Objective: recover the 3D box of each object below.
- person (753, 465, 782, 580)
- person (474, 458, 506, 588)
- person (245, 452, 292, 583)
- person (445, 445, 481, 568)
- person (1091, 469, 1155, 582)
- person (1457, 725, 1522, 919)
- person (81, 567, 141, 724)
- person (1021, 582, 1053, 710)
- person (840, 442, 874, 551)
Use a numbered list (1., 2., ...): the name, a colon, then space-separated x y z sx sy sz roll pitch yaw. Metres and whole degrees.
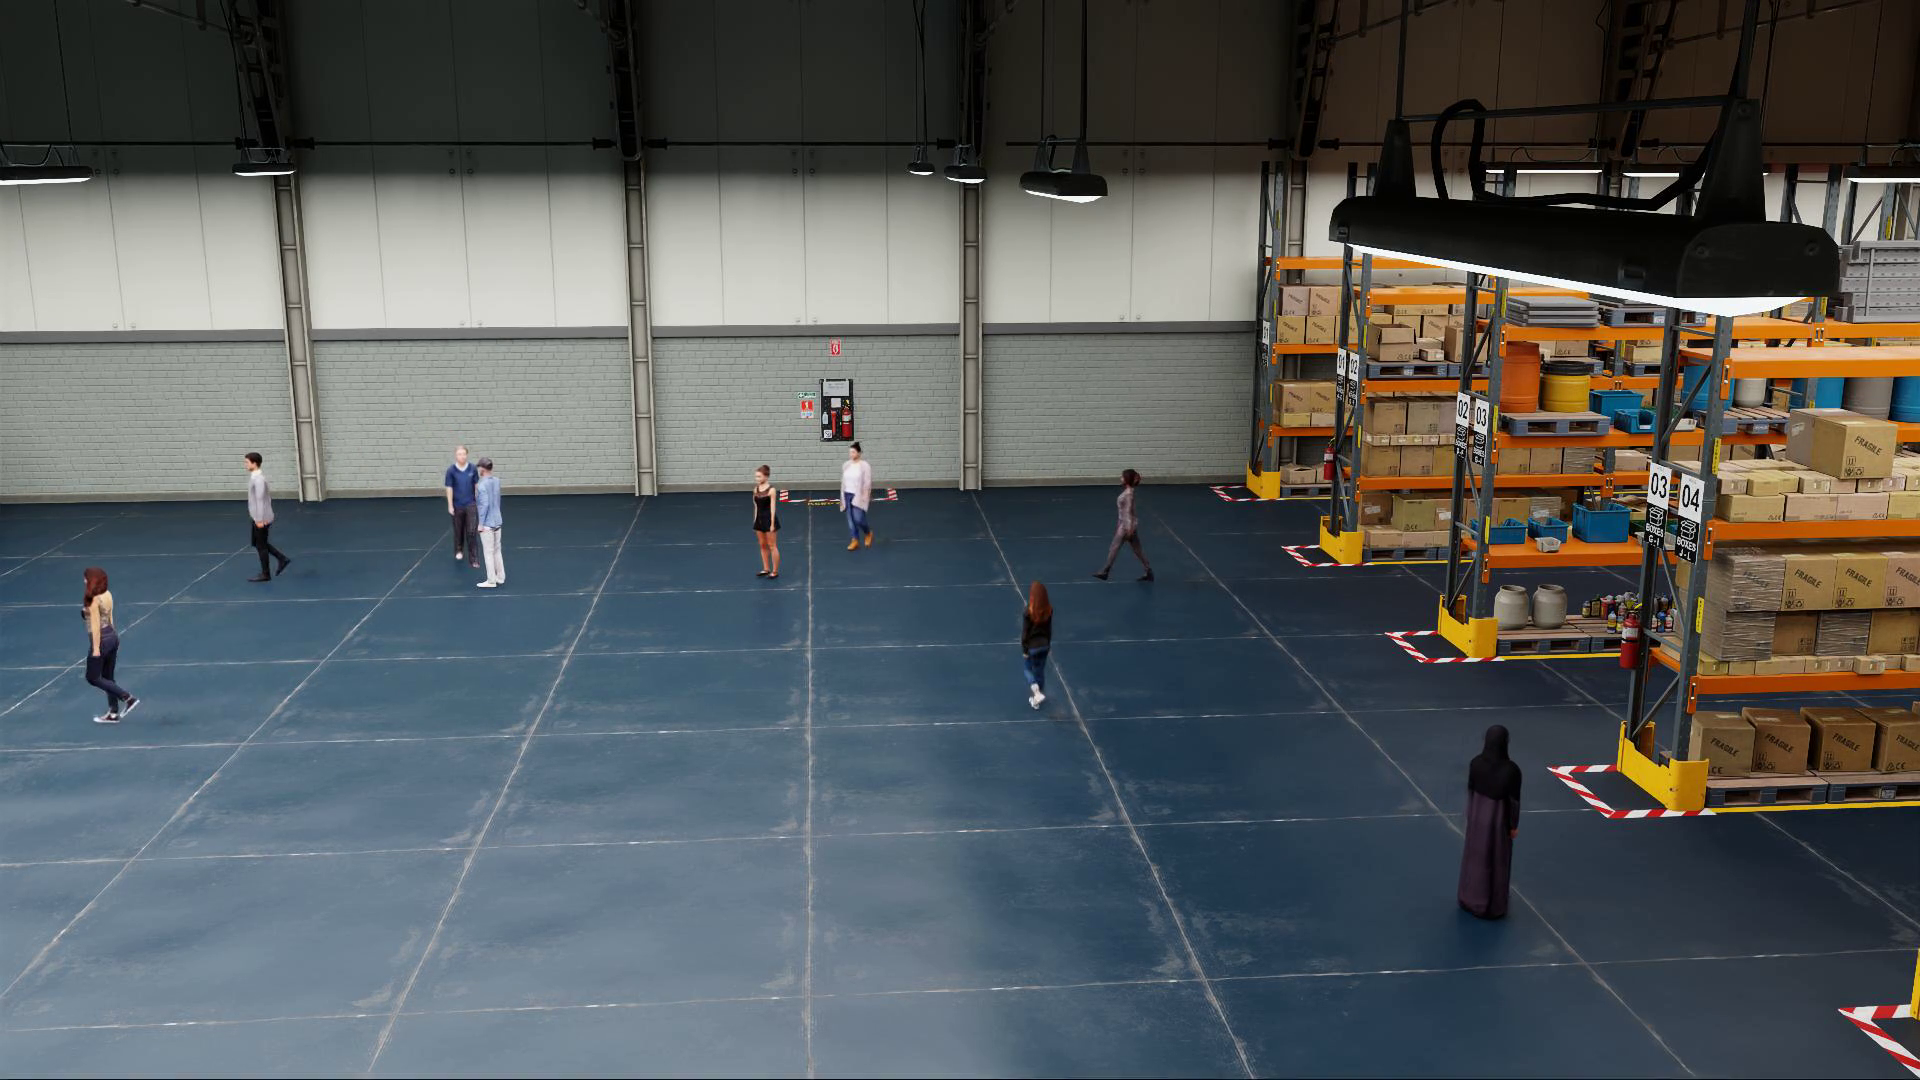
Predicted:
1. person: -2.846 -0.277 24.523 0.695 1.682 0.758 10 17 38
2. person: -6.784 -0.261 24.007 0.703 1.884 0.728 4 14 16
3. person: -10.112 -0.338 24.285 1.015 1.910 0.925 -7 15 -27
4. person: -7.551 -0.506 25.216 1.261 1.816 1.011 -6 14 -23
5. person: 2.521 -0.161 24.073 1.210 1.661 0.807 2 13 10
6. person: 4.332 2.283 13.620 0.721 1.614 0.781 11 17 39
7. person: -9.257 1.157 18.156 0.723 1.761 0.614 -1 13 -5
8. person: 0.890 1.198 18.619 0.700 1.473 0.746 -7 15 -27
9. person: -1.589 -0.699 26.237 0.857 1.731 0.919 8 16 33
